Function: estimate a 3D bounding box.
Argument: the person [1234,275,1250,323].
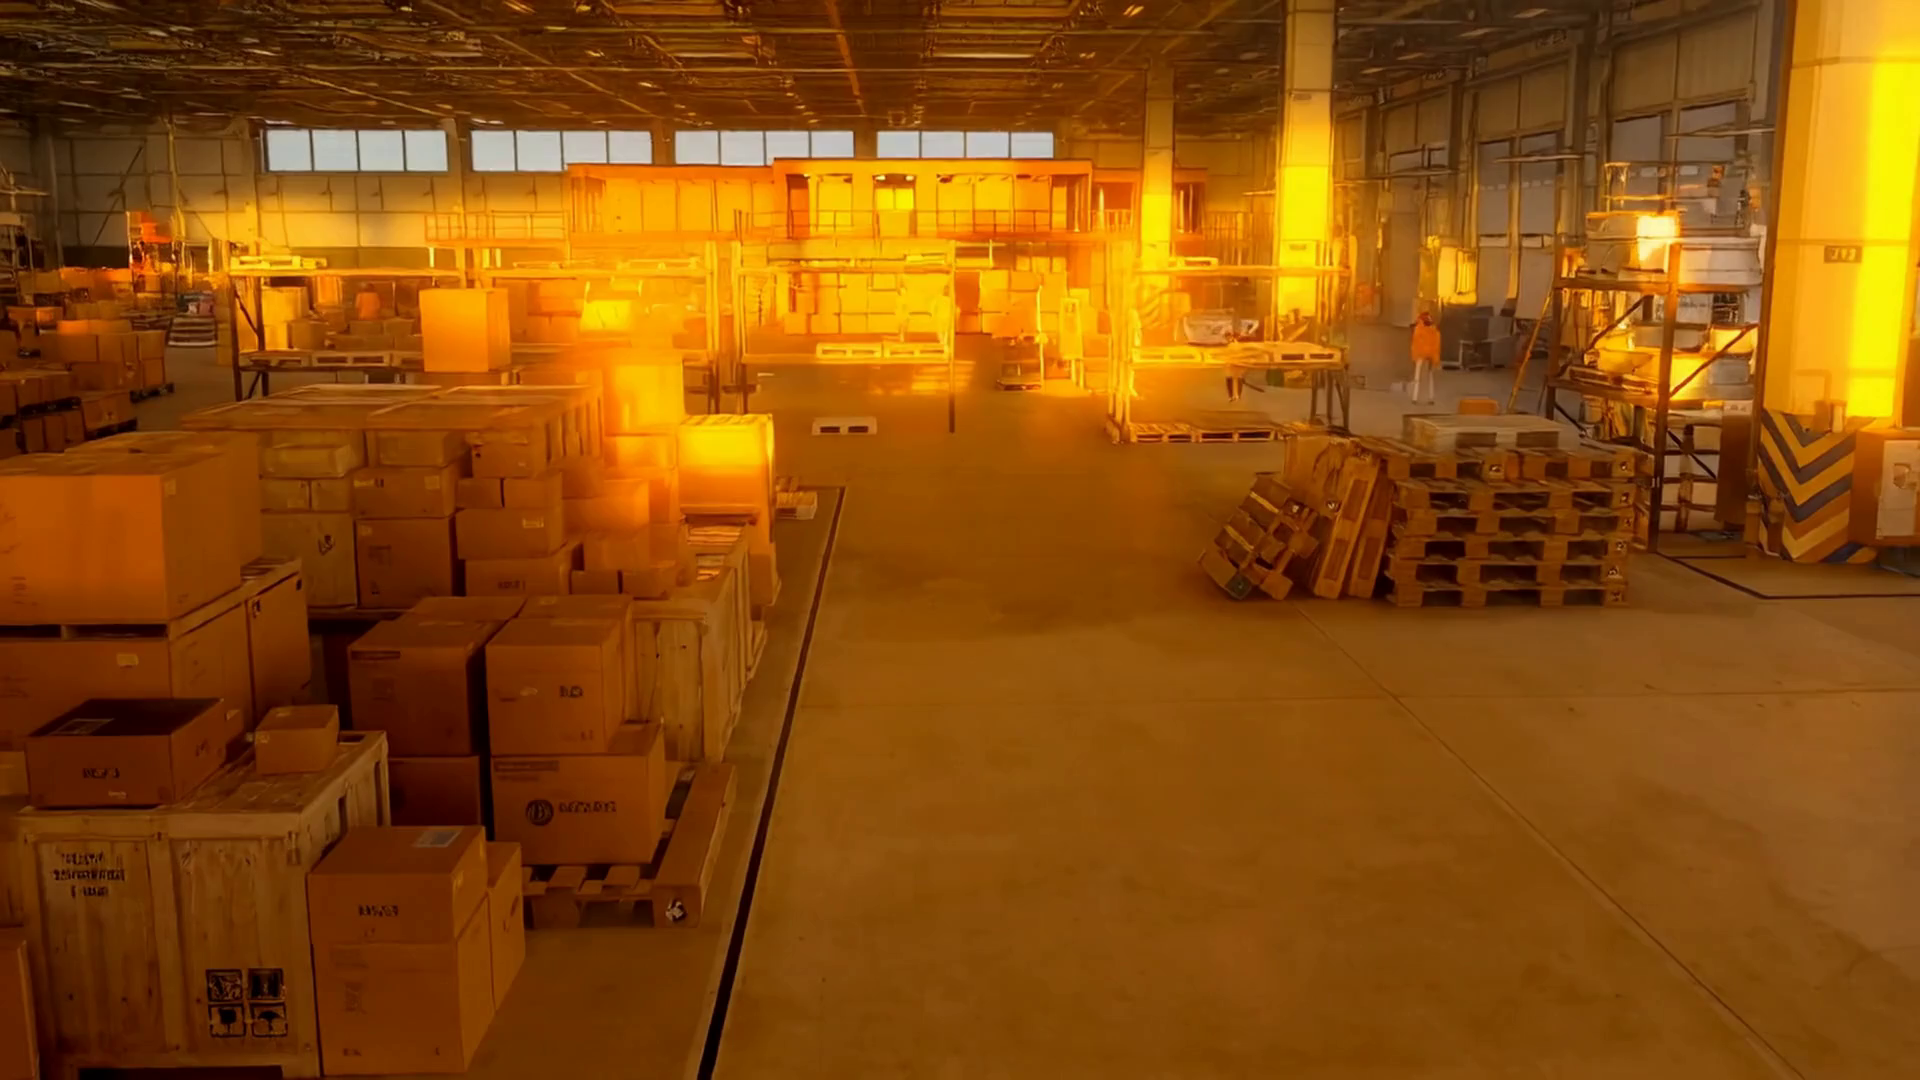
[{"bbox_3d":[10.313,-8.934,61.264,0.653,1.970,0.707,-9,13,-40],"label":"person"}]

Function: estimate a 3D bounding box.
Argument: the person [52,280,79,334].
[{"bbox_3d":[-23.296,-5.761,43.415,0.536,2.000,0.672,-1,10,-4],"label":"person"}]

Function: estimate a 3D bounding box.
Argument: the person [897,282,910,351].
[{"bbox_3d":[-1.548,-6.201,46.309,0.366,1.910,0.672,3,11,16],"label":"person"}]

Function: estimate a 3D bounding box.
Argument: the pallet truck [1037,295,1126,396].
[{"bbox_3d":[2.483,-3.881,33.060,1.885,1.965,0.823,-7,13,-36],"label":"pallet truck"}]

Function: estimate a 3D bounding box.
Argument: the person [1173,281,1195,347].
[{"bbox_3d":[6.264,-6.295,46.711,0.735,1.929,0.623,-9,13,-40],"label":"person"}]

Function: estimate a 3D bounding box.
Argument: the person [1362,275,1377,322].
[{"bbox_3d":[13.998,-8.042,56.451,0.737,1.909,0.568,7,12,33],"label":"person"}]

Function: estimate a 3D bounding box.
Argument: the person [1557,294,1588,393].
[{"bbox_3d":[12.318,-3.943,33.420,0.612,1.991,0.392,1,10,8],"label":"person"}]

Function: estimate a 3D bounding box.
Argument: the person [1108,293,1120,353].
[{"bbox_3d":[3.510,-4.516,36.836,0.588,1.916,0.417,-8,13,-36],"label":"person"}]

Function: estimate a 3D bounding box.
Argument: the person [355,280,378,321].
[{"bbox_3d":[-16.172,-6.084,45.330,0.618,1.994,1.056,-6,12,-32],"label":"person"}]

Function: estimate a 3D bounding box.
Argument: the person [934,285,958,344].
[{"bbox_3d":[-0.369,-5.745,43.722,0.640,1.908,0.954,1,10,3],"label":"person"}]

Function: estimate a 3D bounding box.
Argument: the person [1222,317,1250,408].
[{"bbox_3d":[5.072,-3.284,30.616,0.533,1.676,0.682,3,10,14],"label":"person"}]

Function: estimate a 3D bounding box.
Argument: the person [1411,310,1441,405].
[{"bbox_3d":[8.699,-3.406,31.071,0.522,1.765,0.317,4,11,22],"label":"person"}]

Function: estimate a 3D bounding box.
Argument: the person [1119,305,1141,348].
[{"bbox_3d":[3.603,-4.133,35.295,0.488,1.706,0.840,-1,10,-7],"label":"person"}]
